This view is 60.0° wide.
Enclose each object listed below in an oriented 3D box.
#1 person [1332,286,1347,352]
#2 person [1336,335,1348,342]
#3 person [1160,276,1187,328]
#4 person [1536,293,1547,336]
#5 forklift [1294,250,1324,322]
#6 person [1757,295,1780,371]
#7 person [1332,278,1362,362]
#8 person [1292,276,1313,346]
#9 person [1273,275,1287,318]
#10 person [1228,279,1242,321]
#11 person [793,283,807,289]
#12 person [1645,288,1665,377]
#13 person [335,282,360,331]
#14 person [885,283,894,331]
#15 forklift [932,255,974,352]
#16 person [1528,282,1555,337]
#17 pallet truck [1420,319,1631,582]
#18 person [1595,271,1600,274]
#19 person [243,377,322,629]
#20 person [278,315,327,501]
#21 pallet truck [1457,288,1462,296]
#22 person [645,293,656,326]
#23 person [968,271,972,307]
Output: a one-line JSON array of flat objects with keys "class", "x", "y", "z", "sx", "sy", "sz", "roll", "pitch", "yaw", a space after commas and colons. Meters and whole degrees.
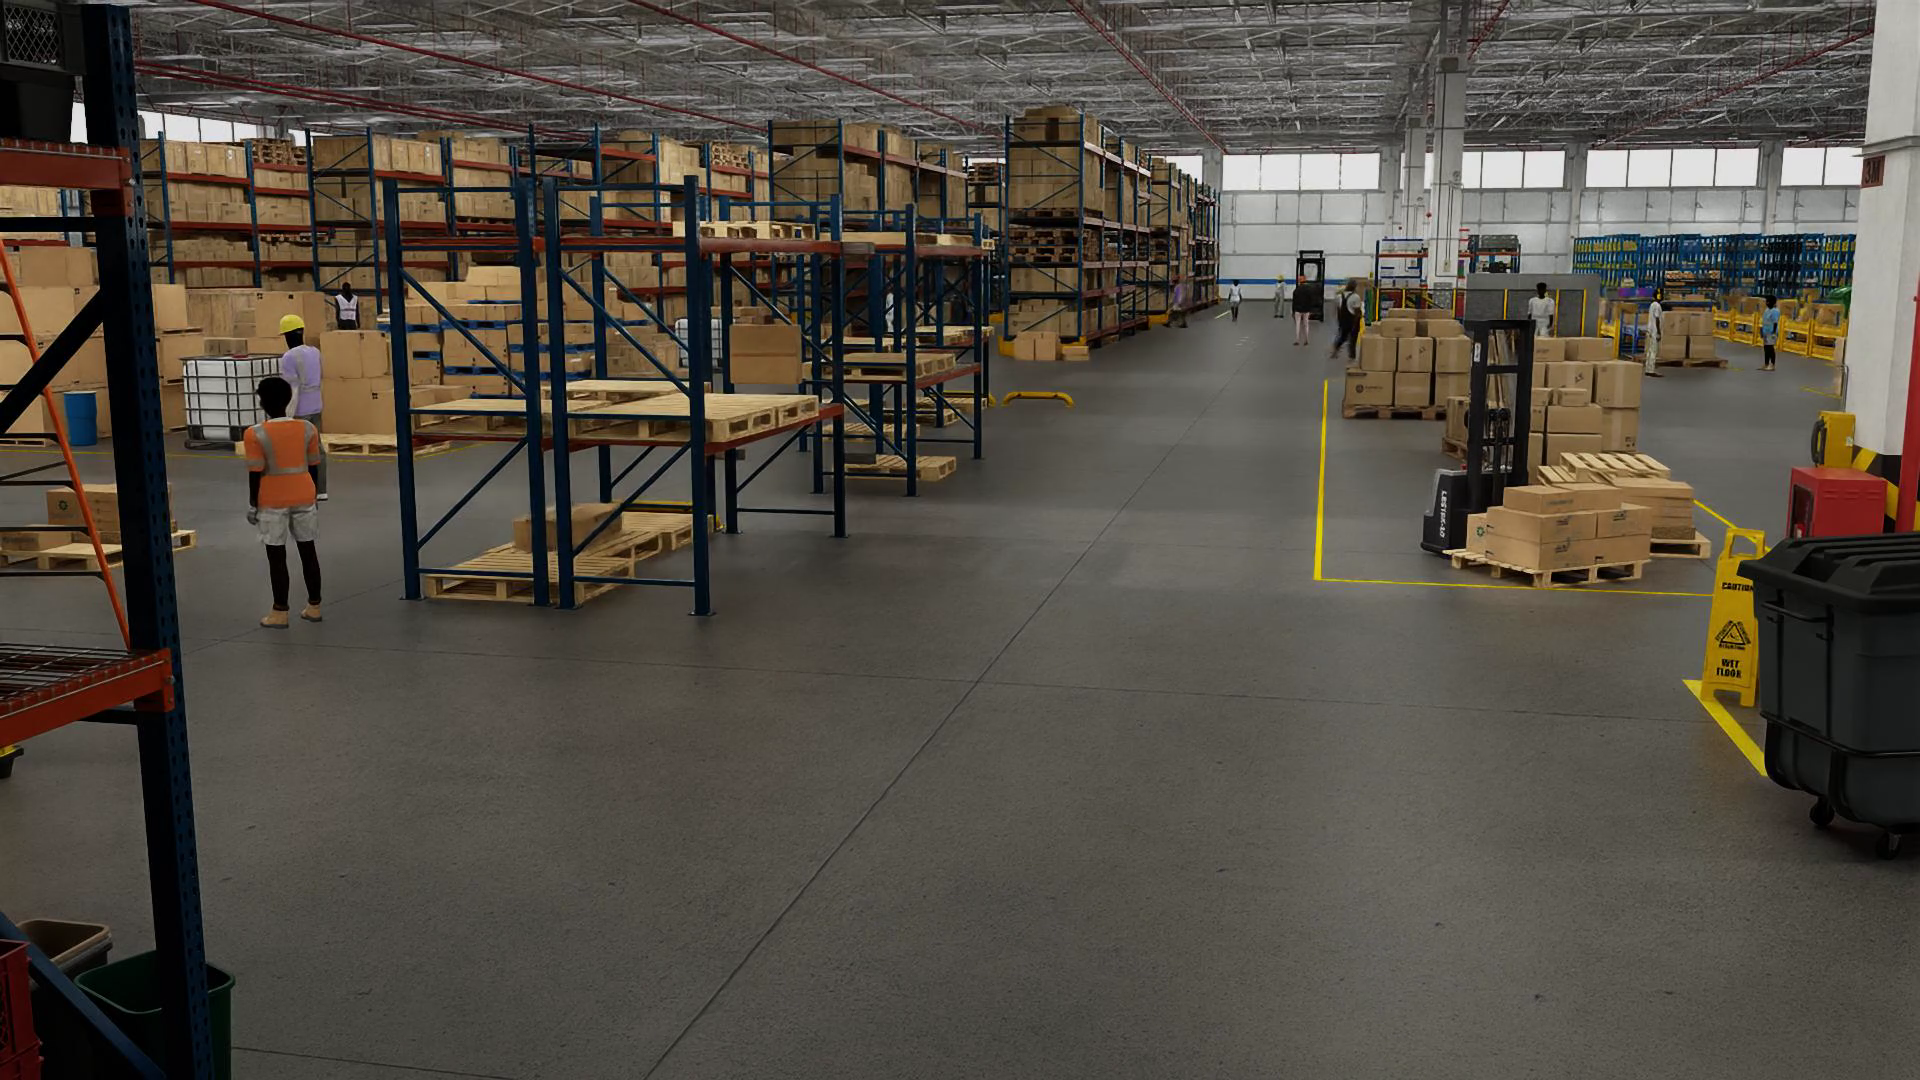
[{"class": "person", "x": 10.185, "y": -5.910, "z": 44.503, "sx": 0.328, "sy": 1.765, "sz": 0.527, "roll": -3, "pitch": 10, "yaw": -18}, {"class": "person", "x": 11.493, "y": -6.701, "z": 49.688, "sx": 0.520, "sy": 1.590, "sz": 0.835, "roll": 4, "pitch": 10, "yaw": 21}, {"class": "person", "x": 7.737, "y": -8.565, "z": 59.893, "sx": 1.039, "sy": 1.866, "sz": 0.555, "roll": 0, "pitch": 10, "yaw": 1}, {"class": "person", "x": 13.617, "y": -4.943, "z": 38.914, "sx": 0.918, "sy": 1.719, "sz": 0.527, "roll": 9, "pitch": 13, "yaw": 44}, {"class": "forklift", "x": 13.778, "y": -10.002, "z": 65.433, "sx": 1.129, "sy": 2.768, "sz": 1.873, "roll": 2, "pitch": 10, "yaw": 12}, {"class": "person", "x": 18.000, "y": -4.599, "z": 36.971, "sx": 0.320, "sy": 1.693, "sz": 0.537, "roll": 0, "pitch": 10, "yaw": 1}, {"class": "person", "x": 9.429, "y": -5.332, "z": 40.263, "sx": 0.639, "sy": 2.000, "sz": 0.692, "roll": -6, "pitch": 11, "yaw": -33}, {"class": "person", "x": 9.786, "y": -6.547, "z": 47.590, "sx": 0.612, "sy": 1.997, "sz": 0.376, "roll": -2, "pitch": 10, "yaw": -10}, {"class": "person", "x": 13.496, "y": -10.272, "z": 70.176, "sx": 0.404, "sy": 1.820, "sz": 0.594, "roll": -9, "pitch": 13, "yaw": -42}, {"class": "person", "x": 11.000, "y": -9.574, "z": 66.432, "sx": 0.544, "sy": 1.681, "sz": 0.566, "roll": 1, "pitch": 10, "yaw": 3}, {"class": "person", "x": -7.048, "y": -10.828, "z": 73.249, "sx": 0.639, "sy": 1.904, "sz": 0.976, "roll": 1, "pitch": 10, "yaw": 6}, {"class": "person", "x": 14.658, "y": -4.361, "z": 35.006, "sx": 0.328, "sy": 1.876, "sz": 0.514, "roll": 1, "pitch": 10, "yaw": 7}, {"class": "person", "x": -15.174, "y": -5.426, "z": 41.220, "sx": 0.592, "sy": 1.911, "sz": 0.385, "roll": -9, "pitch": 13, "yaw": -42}, {"class": "person", "x": -1.754, "y": -5.722, "z": 43.038, "sx": 0.354, "sy": 1.883, "sz": 0.573, "roll": -1, "pitch": 10, "yaw": -5}, {"class": "forklift", "x": -0.301, "y": -6.499, "z": 44.690, "sx": 1.129, "sy": 2.768, "sz": 1.873, "roll": 2, "pitch": 10, "yaw": 12}, {"class": "person", "x": 13.264, "y": -4.908, "z": 38.019, "sx": 0.598, "sy": 1.958, "sz": 0.383, "roll": 9, "pitch": 13, "yaw": 42}, {"class": "pallet truck", "x": 4.543, "y": -0.757, "z": 13.299, "sx": 0.823, "sy": 1.965, "sz": 1.885, "roll": -4, "pitch": 10, "yaw": -22}, {"class": "person", "x": 33.863, "y": -13.343, "z": 88.285, "sx": 0.374, "sy": 1.840, "sz": 0.571, "roll": -1, "pitch": 10, "yaw": -8}, {"class": "person", "x": -4.545, "y": -0.251, "z": 11.193, "sx": 0.318, "sy": 1.696, "sz": 0.533, "roll": 7, "pitch": 12, "yaw": 37}, {"class": "person", "x": -6.668, "y": -1.315, "z": 16.840, "sx": 0.380, "sy": 1.917, "sz": 0.586, "roll": 1, "pitch": 10, "yaw": 9}, {"class": "pallet truck", "x": 20.506, "y": -9.785, "z": 68.819, "sx": 0.653, "sy": 1.274, "sz": 1.630, "roll": 2, "pitch": 10, "yaw": 12}, {"class": "person", "x": -7.678, "y": -5.280, "z": 41.150, "sx": 0.310, "sy": 1.636, "sz": 0.523, "roll": -2, "pitch": 10, "yaw": -11}, {"class": "person", "x": 0.556, "y": -13.033, "z": 86.056, "sx": 0.621, "sy": 1.979, "sz": 0.486, "roll": 1, "pitch": 10, "yaw": 5}]
